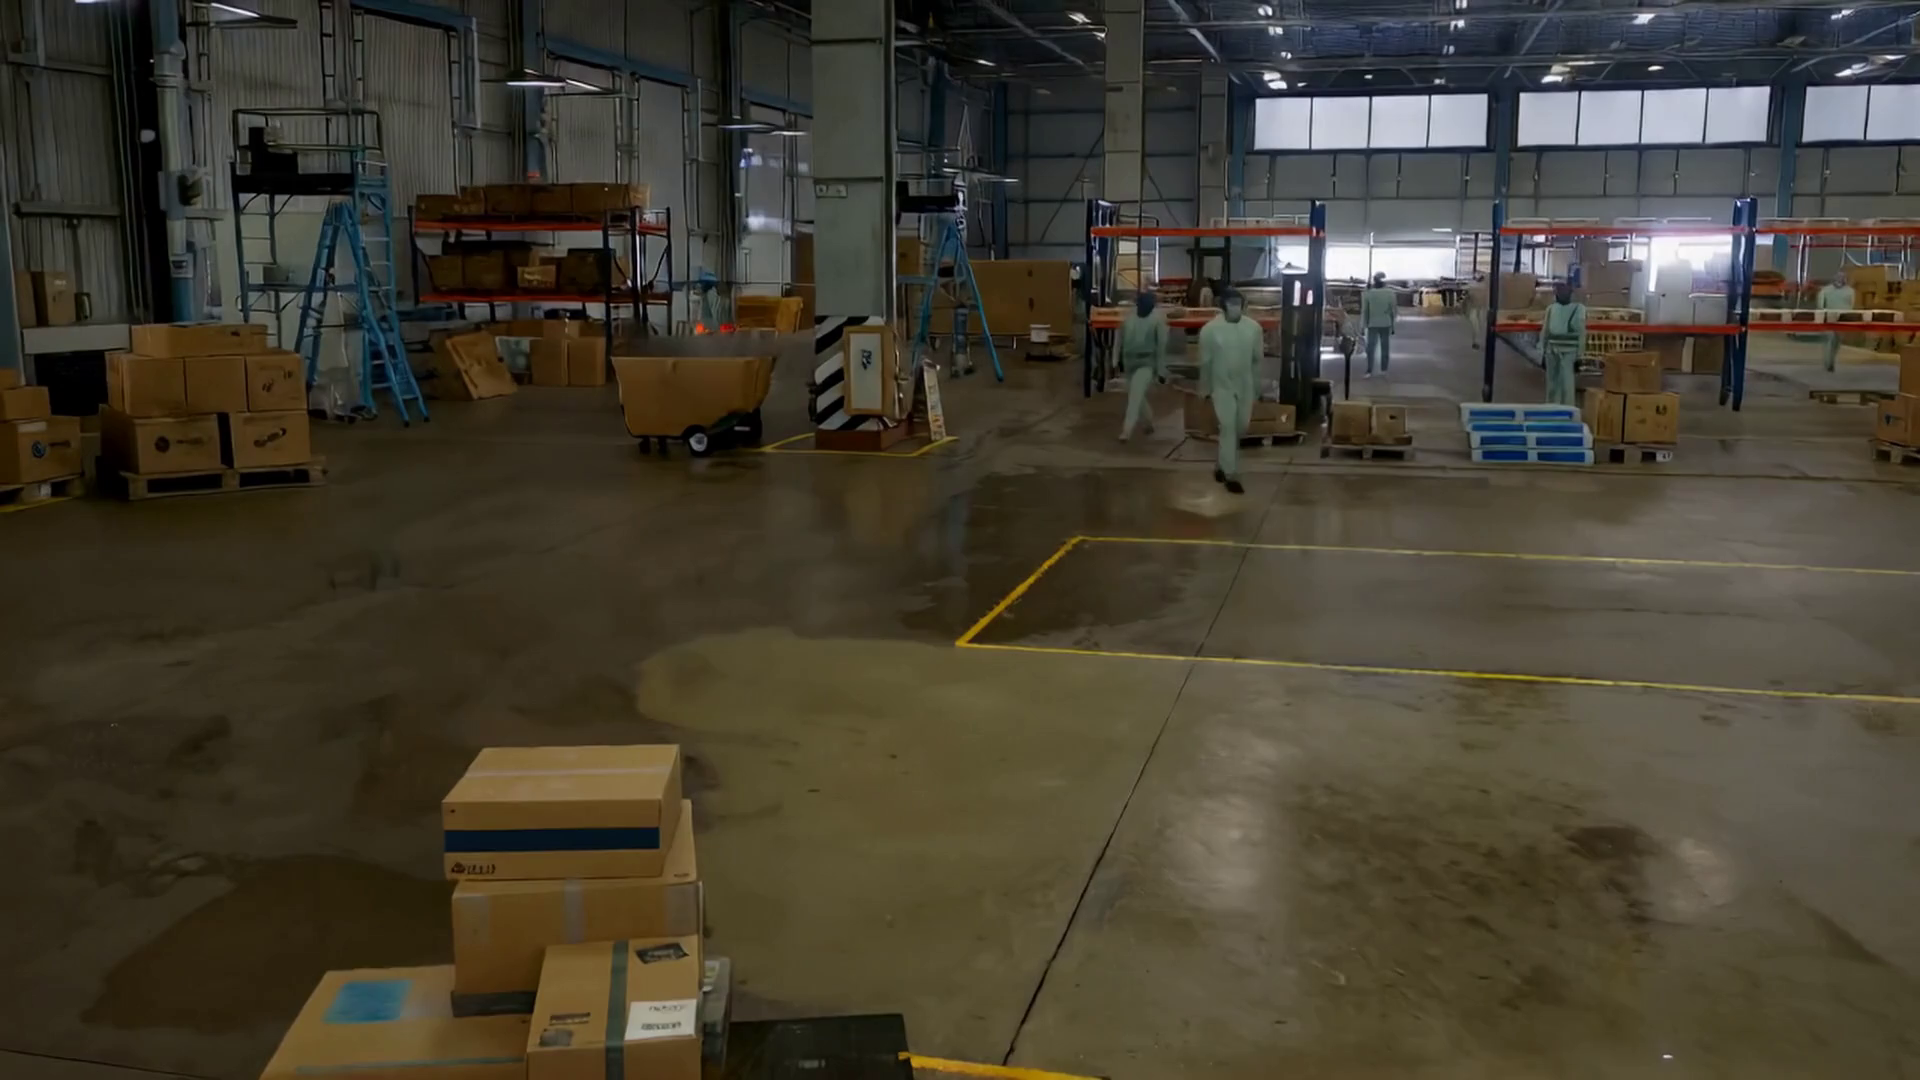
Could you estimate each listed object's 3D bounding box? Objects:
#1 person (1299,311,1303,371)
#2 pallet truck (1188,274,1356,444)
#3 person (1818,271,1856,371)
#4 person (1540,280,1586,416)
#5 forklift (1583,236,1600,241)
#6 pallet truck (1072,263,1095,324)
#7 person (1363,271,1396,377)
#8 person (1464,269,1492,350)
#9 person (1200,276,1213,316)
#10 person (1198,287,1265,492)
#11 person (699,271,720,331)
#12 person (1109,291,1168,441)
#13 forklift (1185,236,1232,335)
[{"bbox_3d":[6.697,-4.091,31.861,0.485,1.736,0.321,-8,13,-40],"label":"person"},{"bbox_3d":[3.653,-2.138,19.590,1.885,1.965,0.823,-4,10,-20],"label":"pallet truck"},{"bbox_3d":[16.814,-4.184,31.908,0.649,1.894,0.973,3,10,20],"label":"person"},{"bbox_3d":[7.885,-2.458,21.802,0.338,1.882,0.583,-9,13,-43],"label":"person"},{"bbox_3d":[19.519,-8.030,51.685,1.873,2.768,1.129,5,11,28],"label":"forklift"},{"bbox_3d":[4.325,-8.180,55.162,0.823,1.965,1.885,6,11,31],"label":"pallet truck"},{"bbox_3d":[7.660,-3.943,30.437,0.586,1.923,0.371,1,10,6],"label":"person"},{"bbox_3d":[12.235,-5.426,39.247,0.660,1.889,0.987,1,10,7],"label":"person"},{"bbox_3d":[6.503,-6.115,43.888,0.322,1.697,0.532,3,10,16],"label":"person"},{"bbox_3d":[2.539,-1.434,15.706,0.637,1.913,0.847,-2,10,-11],"label":"person"},{"bbox_3d":[-4.447,-3.793,29.509,0.362,1.938,0.545,0,10,-2],"label":"person"},{"bbox_3d":[2.198,-2.109,20.051,0.632,1.789,0.962,7,12,37],"label":"person"},{"bbox_3d":[7.076,-7.145,46.470,1.129,2.768,1.873,4,10,21],"label":"forklift"}]
